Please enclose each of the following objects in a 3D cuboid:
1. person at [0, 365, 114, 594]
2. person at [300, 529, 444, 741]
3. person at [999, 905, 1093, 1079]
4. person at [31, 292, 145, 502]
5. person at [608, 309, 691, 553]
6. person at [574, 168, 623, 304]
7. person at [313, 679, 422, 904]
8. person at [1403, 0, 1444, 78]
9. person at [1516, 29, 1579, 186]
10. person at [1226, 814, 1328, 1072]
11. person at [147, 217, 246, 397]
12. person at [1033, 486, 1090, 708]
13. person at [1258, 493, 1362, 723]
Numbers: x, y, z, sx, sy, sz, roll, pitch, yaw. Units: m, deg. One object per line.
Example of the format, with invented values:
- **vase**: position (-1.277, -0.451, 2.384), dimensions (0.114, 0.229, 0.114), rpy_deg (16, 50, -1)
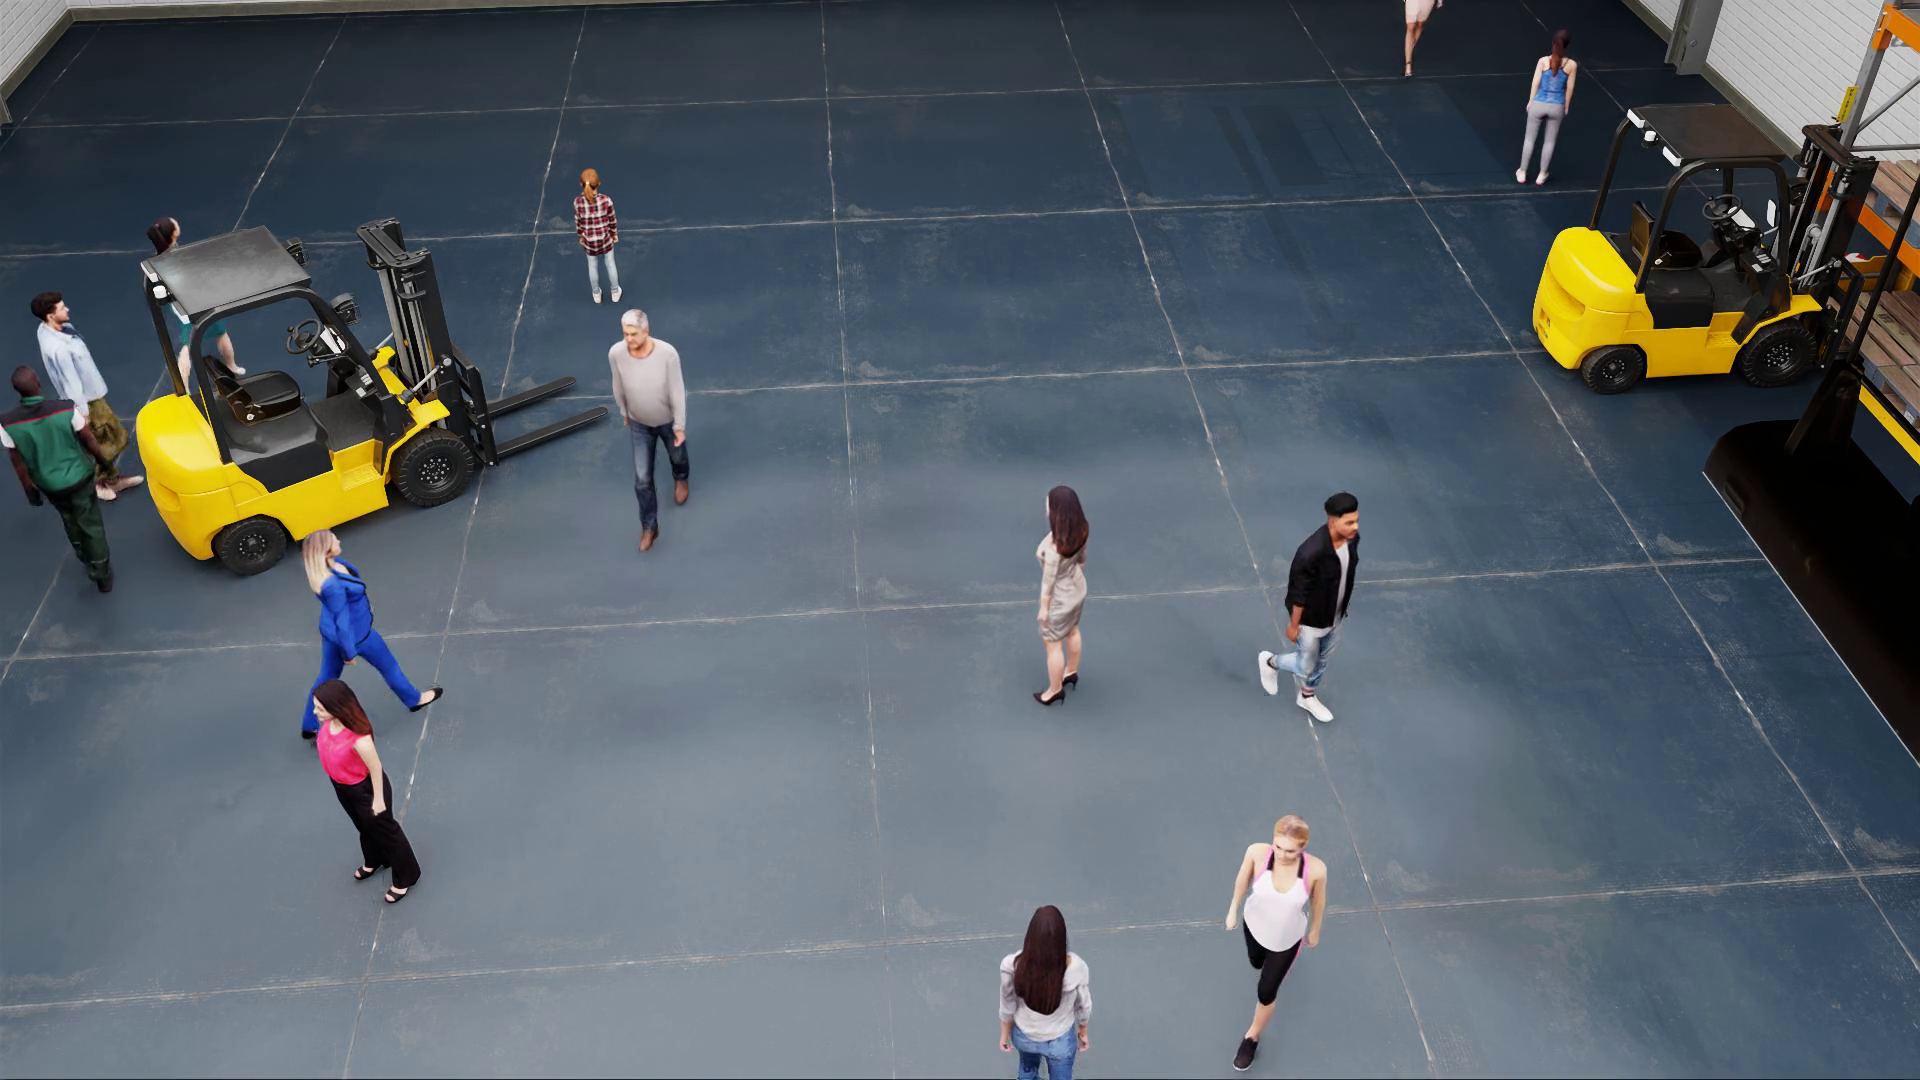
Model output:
- **person**: position (-6.333, -0.384, 11.780), dimensions (0.803, 1.821, 0.895), rpy_deg (-12, 40, -15)
- **person**: position (-4.011, 0.646, 10.622), dimensions (1.094, 1.657, 1.184), rpy_deg (-25, 45, -28)
- **person**: position (0.411, 2.535, 8.299), dimensions (0.700, 1.604, 0.923), rpy_deg (4, 39, 5)
- **person**: position (-6.740, -1.053, 12.635), dimensions (0.891, 1.799, 0.815), rpy_deg (-23, 44, -26)
- **person**: position (-2.245, -0.944, 12.448), dimensions (0.822, 1.863, 1.235), rpy_deg (1, 39, 2)
- **person**: position (-3.315, -2.775, 15.188), dimensions (0.539, 1.305, 0.528), rpy_deg (-7, 39, -9)
- **person**: position (-3.469, 1.439, 9.626), dimensions (0.647, 1.660, 0.708), rpy_deg (28, 46, 30)
- **person**: position (5.344, -6.314, 19.232), dimensions (0.765, 1.789, 1.094), rpy_deg (5, 39, 6)
- **person**: position (6.007, -4.426, 17.012), dimensions (0.636, 1.609, 0.631), rpy_deg (10, 40, 13)
- **person**: position (1.696, 2.002, 8.840), dimensions (0.984, 1.761, 1.172), rpy_deg (14, 41, 17)
- **person**: position (-6.398, -1.868, 13.772), dimensions (0.780, 1.654, 1.079), rpy_deg (8, 39, 10)
- **person**: position (0.675, 0.379, 10.886), dimensions (0.710, 1.745, 0.636), rpy_deg (24, 45, 27)
- **person**: position (2.266, 0.395, 10.820), dimensions (0.916, 1.801, 0.991), rpy_deg (-25, 45, -28)
